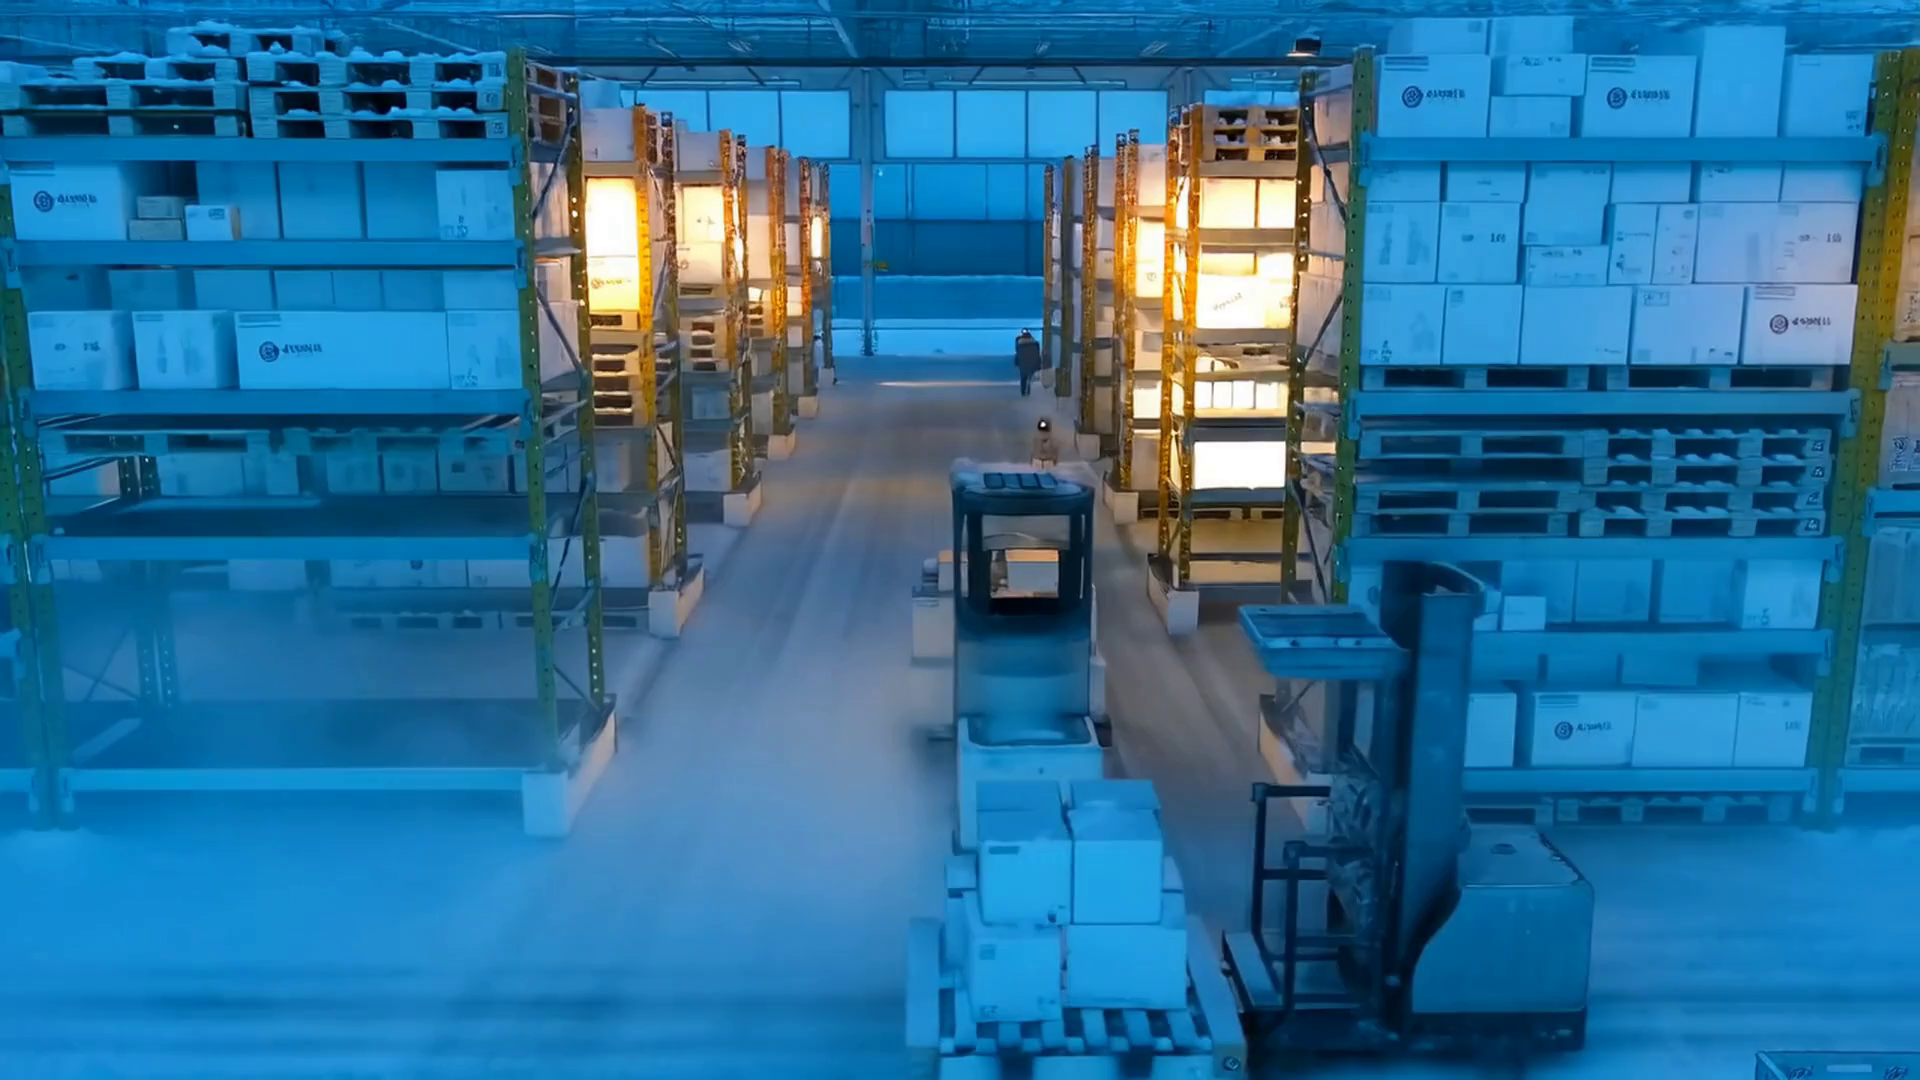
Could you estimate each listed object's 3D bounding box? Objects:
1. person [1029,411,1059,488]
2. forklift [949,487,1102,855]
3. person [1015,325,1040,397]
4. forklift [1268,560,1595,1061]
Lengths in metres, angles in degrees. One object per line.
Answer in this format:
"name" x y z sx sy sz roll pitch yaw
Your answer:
"person" 1.372 -1.303 27.262 0.517 1.621 0.361 6 13 27
"forklift" 0.495 0.986 12.813 1.129 2.768 1.873 0 11 -2
"person" 1.744 -4.635 43.158 0.655 1.881 0.797 0 11 2
"forklift" 2.740 1.565 9.943 1.873 2.768 1.129 0 11 -1
